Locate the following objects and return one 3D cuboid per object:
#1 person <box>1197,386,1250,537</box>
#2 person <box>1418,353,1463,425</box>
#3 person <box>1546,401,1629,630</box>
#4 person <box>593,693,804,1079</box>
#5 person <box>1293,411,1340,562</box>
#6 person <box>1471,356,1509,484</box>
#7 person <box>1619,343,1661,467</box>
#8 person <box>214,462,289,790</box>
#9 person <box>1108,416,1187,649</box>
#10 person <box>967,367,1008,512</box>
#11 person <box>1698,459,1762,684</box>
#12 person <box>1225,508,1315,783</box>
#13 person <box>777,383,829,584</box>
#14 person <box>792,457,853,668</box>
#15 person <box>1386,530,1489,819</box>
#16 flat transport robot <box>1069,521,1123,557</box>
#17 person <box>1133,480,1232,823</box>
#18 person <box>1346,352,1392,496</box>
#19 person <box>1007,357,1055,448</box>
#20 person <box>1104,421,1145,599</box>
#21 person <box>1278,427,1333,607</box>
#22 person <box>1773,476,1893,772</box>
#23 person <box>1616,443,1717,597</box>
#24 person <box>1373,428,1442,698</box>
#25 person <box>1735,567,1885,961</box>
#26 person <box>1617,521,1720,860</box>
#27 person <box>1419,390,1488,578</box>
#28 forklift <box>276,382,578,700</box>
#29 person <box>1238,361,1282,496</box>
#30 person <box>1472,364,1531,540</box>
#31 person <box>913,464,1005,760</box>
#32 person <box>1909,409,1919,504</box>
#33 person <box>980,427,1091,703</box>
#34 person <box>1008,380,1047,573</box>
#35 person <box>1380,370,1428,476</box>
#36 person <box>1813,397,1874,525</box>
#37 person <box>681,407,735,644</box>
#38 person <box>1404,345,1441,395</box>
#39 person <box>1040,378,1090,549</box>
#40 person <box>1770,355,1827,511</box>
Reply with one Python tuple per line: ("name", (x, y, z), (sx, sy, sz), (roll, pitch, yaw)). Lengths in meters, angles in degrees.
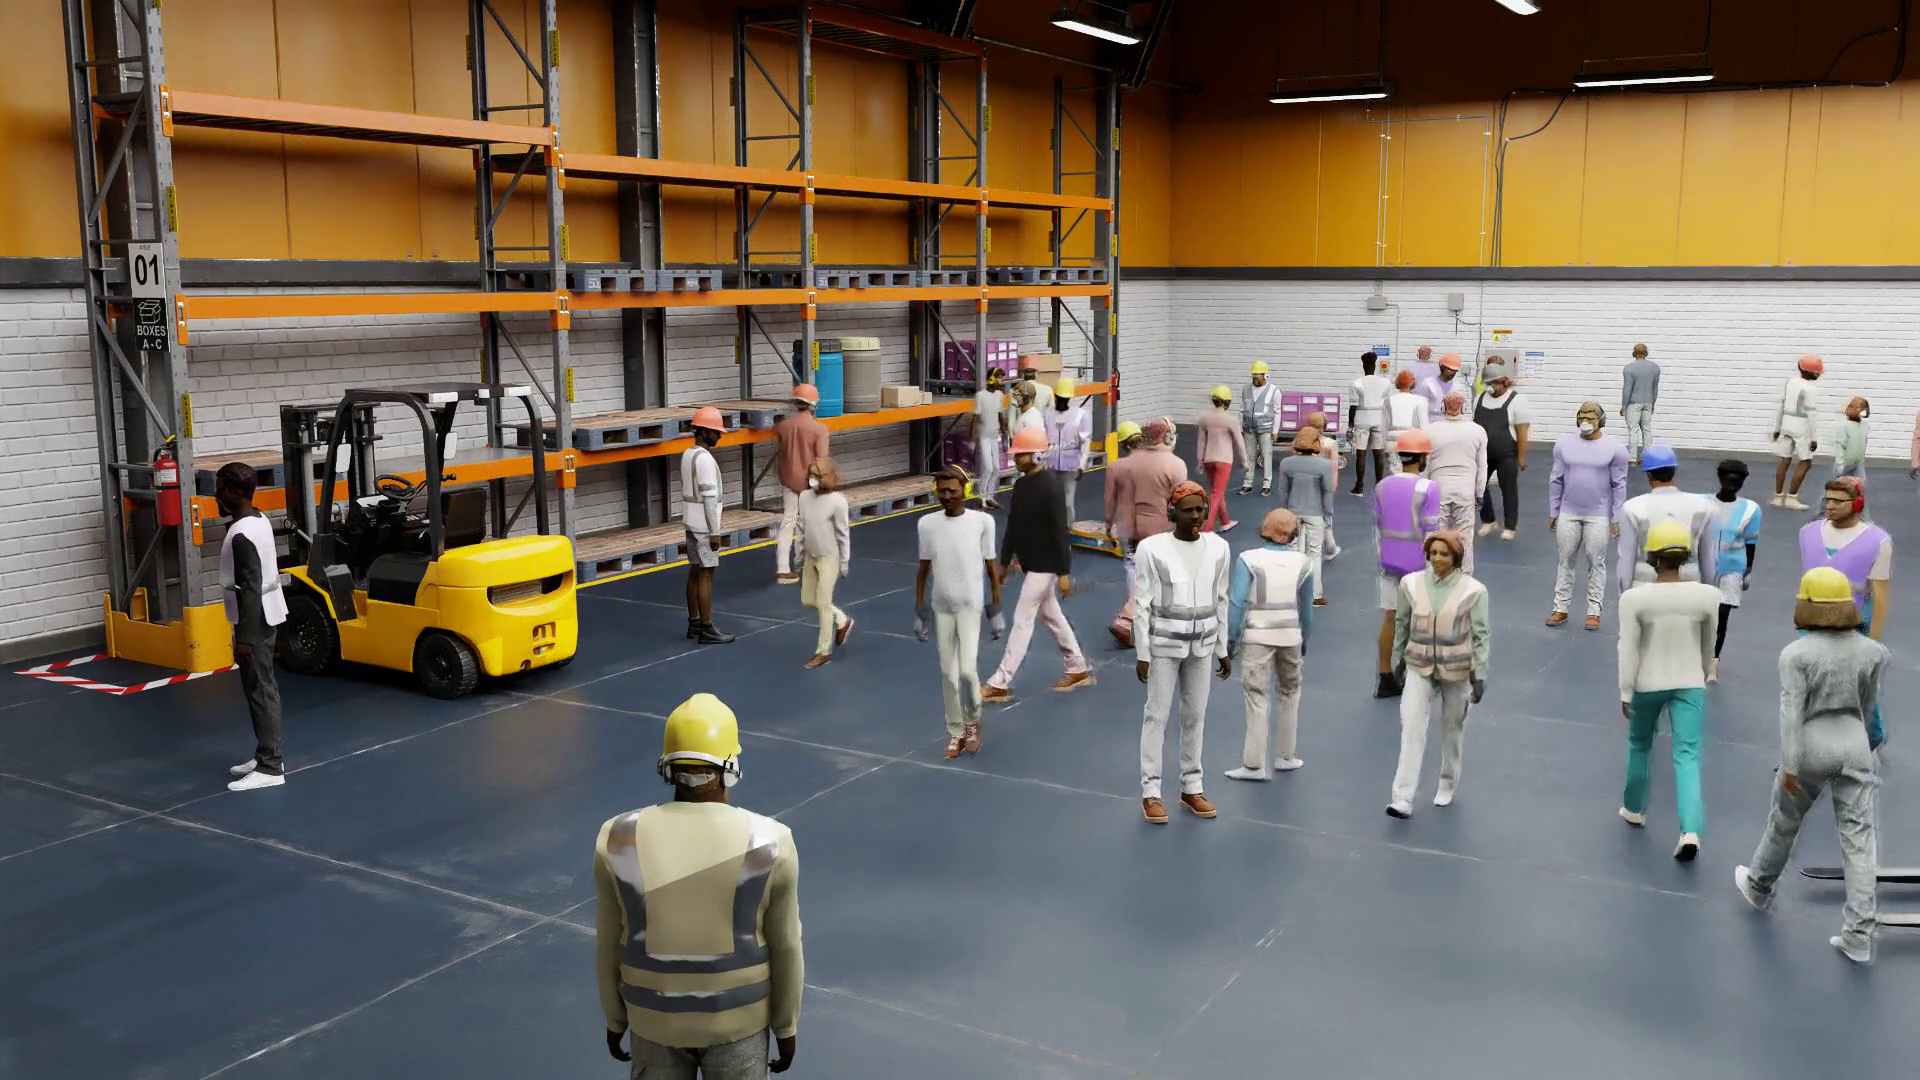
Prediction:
("person", (3.011, -0.887, 19.001), (0.896, 1.728, 0.542), (-9, 13, -44))
("person", (6.119, -1.396, 21.325), (0.701, 1.993, 0.606), (-3, 10, -18))
("person", (5.299, -0.208, 14.094), (0.627, 1.941, 0.374), (6, 11, 35))
("person", (-0.741, 1.344, 4.775), (0.592, 1.825, 0.403), (0, 9, -2))
("person", (3.661, -0.519, 17.064), (0.541, 1.591, 0.831), (6, 11, 33))
("person", (7.615, -1.717, 23.821), (0.429, 1.840, 0.630), (-5, 10, -29))
("person", (10.564, -2.096, 25.891), (0.627, 1.936, 0.374), (-2, 9, -14))
("person", (-4.154, 0.495, 9.766), (0.388, 1.919, 0.594), (-3, 10, -19))
("person", (1.571, -0.066, 13.447), (0.916, 1.873, 0.642), (-5, 10, -28))
("person", (0.369, -1.280, 21.106), (0.380, 1.836, 0.577), (8, 12, 40))
("person", (5.625, 0.200, 12.378), (0.563, 1.663, 0.661), (4, 10, 23))
("person", (1.860, 0.622, 9.923), (0.579, 1.612, 0.387), (-3, 9, -16))
("person", (-1.515, -0.564, 16.322), (0.637, 1.940, 1.014), (5, 10, 27))
("person", (-1.021, 0.150, 12.831), (0.508, 1.617, 0.548), (8, 12, 41))
("person", (2.620, 0.747, 9.149), (0.543, 1.593, 0.851), (5, 10, 28))
("flat transport robot", (1.587, -0.028, 18.155), (0.652, 0.197, 1.431), (-7, 12, -37))
("person", (1.223, 0.610, 9.158), (0.572, 1.883, 0.355), (-3, 10, -18))
("person", (5.519, -1.560, 22.471), (0.600, 1.958, 0.379), (-1, 9, -6))
("person", (0.925, -1.356, 21.295), (0.623, 1.948, 1.004), (1, 9, 5))
("person", (1.516, -0.163, 14.425), (0.547, 1.725, 0.789), (0, 9, 1))
("person", (3.121, -0.210, 15.055), (0.501, 1.632, 0.280), (5, 10, 27))
("person", (5.376, 0.499, 10.118), (0.903, 1.806, 0.581), (-6, 11, -31))
("person", (4.594, 0.338, 10.797), (0.640, 1.909, 0.820), (2, 9, 10))
("person", (3.230, 0.166, 11.819), (0.653, 1.914, 0.586), (-7, 12, -38))
("person", (3.893, 0.967, 7.521), (0.495, 1.693, 0.886), (0, 9, 1))
("person", (3.700, 0.768, 8.706), (0.509, 1.720, 0.921), (2, 9, 12))
("person", (4.654, -0.461, 15.764), (0.640, 1.911, 0.410), (2, 9, 11))
("forklift", (-3.974, -0.067, 12.417), (2.313, 2.155, 1.214), (5, 11, 30))
("person", (4.043, -1.512, 22.560), (0.600, 1.832, 0.404), (6, 11, 33))
("person", (6.078, -1.020, 18.843), (0.566, 2.000, 0.783), (-8, 12, -42))
("person", (-0.017, 0.448, 10.263), (0.562, 1.850, 0.421), (3, 9, 17))
("person", (10.763, -0.835, 18.178), (0.649, 1.884, 0.712), (6, 11, 35))
("person", (0.525, 0.164, 11.768), (1.026, 1.941, 0.642), (-4, 10, -22))
("person", (0.687, -0.639, 16.781), (0.374, 1.939, 0.629), (-1, 9, -3))
("person", (5.312, -1.088, 19.855), (0.616, 1.850, 0.720), (4, 10, 24))
("person", (10.356, -0.879, 19.372), (0.521, 1.586, 0.876), (-3, 10, -19))
("person", (-2.066, -0.118, 13.567), (0.374, 1.928, 0.543), (-5, 10, -27))
("person", (7.259, -2.117, 26.148), (0.647, 1.900, 0.403), (1, 9, 6))
("person", (1.106, -0.795, 17.914), (0.599, 1.902, 0.643), (2, 9, 12))
("person", (10.662, -1.366, 21.222), (0.329, 1.990, 0.772), (-1, 9, -8))
